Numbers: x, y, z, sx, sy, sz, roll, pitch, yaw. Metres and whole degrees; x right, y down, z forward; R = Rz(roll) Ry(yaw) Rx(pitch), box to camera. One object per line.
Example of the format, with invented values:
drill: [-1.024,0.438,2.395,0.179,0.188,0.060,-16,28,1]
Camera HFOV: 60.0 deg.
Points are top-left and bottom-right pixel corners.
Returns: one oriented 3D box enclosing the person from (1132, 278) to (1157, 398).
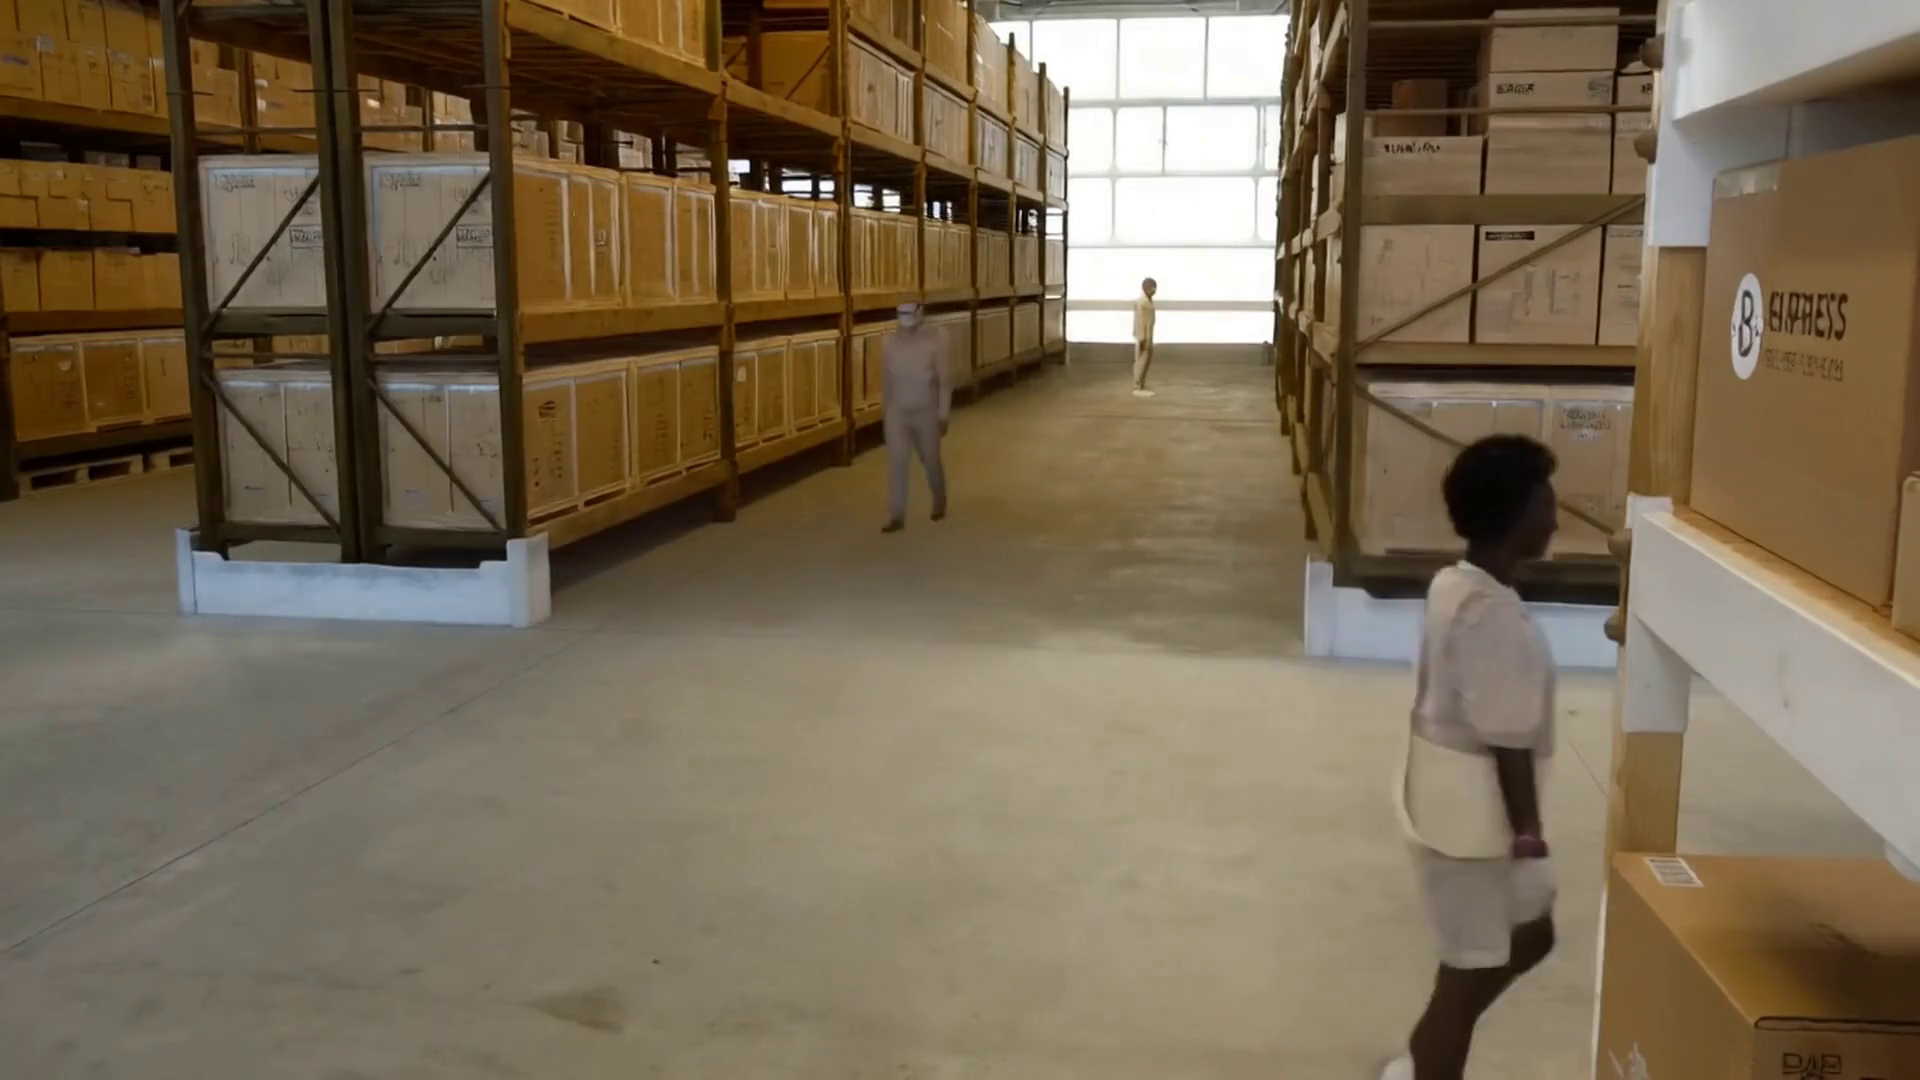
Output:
person: [2.984,-3.253,26.825,0.382,1.930,0.643,4,10,23]

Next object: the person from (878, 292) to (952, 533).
person: [-0.346,-1.028,13.198,0.647,1.871,0.949,4,10,21]

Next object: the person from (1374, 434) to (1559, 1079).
person: [1.144,0.610,3.590,0.372,1.679,0.543,2,9,10]

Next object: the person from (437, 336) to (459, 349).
person: [-6.652,-2.314,21.586,0.311,1.735,0.483,-6,11,-32]
